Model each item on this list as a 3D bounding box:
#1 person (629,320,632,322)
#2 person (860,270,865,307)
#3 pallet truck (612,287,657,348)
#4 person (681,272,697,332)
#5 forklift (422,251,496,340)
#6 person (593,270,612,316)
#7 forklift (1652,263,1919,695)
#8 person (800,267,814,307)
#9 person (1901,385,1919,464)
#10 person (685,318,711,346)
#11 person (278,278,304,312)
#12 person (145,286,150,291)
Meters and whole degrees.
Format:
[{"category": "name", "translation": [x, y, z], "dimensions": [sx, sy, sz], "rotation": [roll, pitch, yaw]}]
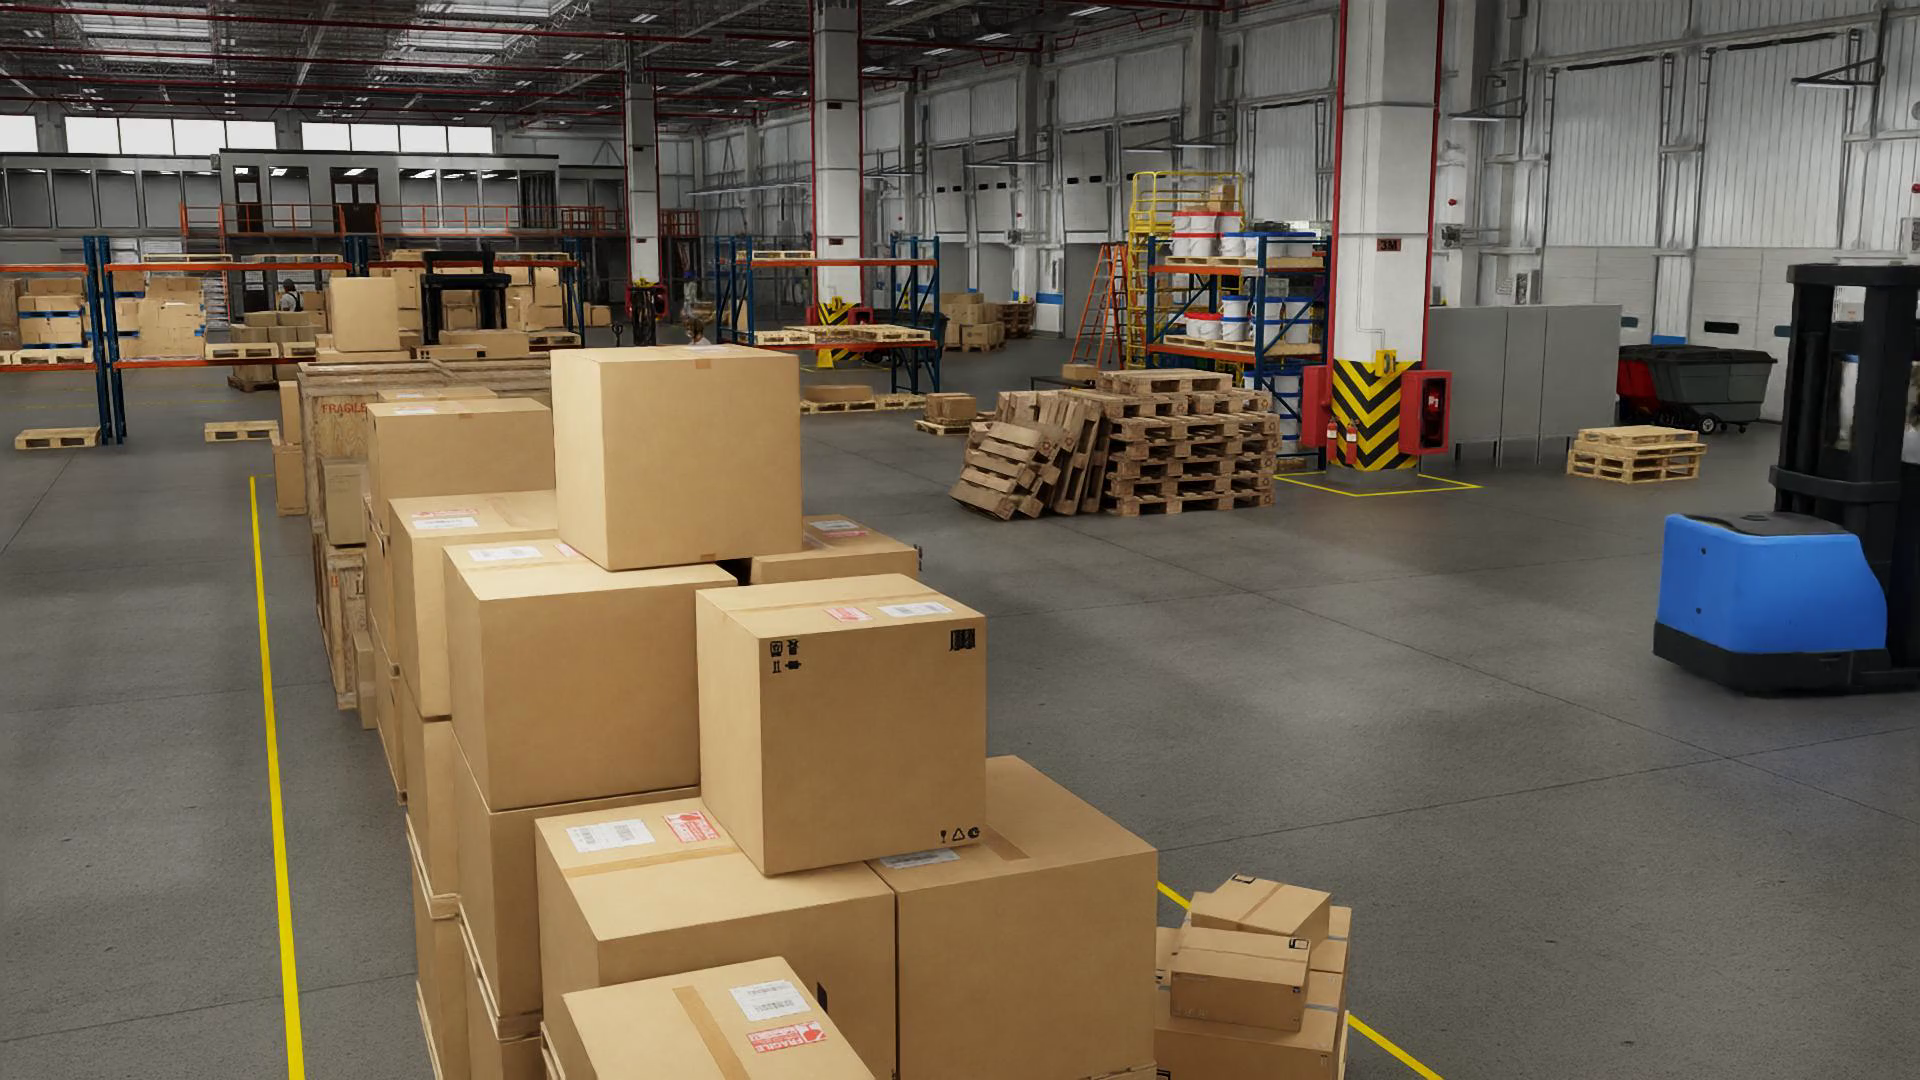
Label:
[{"category": "person", "translation": [-11.650, -8.756, 59.409], "dimensions": [0.467, 1.976, 0.635], "rotation": [-4, 11, -22]}, {"category": "person", "translation": [-3.680, -8.999, 61.096], "dimensions": [0.506, 1.860, 0.538], "rotation": [8, 13, 39]}, {"category": "pallet truck", "translation": [-6.464, -4.406, 35.401], "dimensions": [0.823, 1.965, 1.885], "rotation": [6, 12, 32]}, {"category": "person", "translation": [-8.662, -7.597, 53.172], "dimensions": [0.608, 1.925, 0.451], "rotation": [8, 13, 39]}, {"category": "forklift", "translation": [-6.808, -2.563, 22.810], "dimensions": [1.129, 2.768, 1.873], "rotation": [-4, 11, -23]}, {"category": "person", "translation": [-13.704, -9.414, 63.531], "dimensions": [0.892, 1.808, 0.516], "rotation": [-10, 14, -43]}, {"category": "forklift", "translation": [5.884, -0.458, 11.212], "dimensions": [1.873, 2.768, 1.129], "rotation": [-1, 10, -8]}, {"category": "person", "translation": [-6.222, -10.250, 68.111], "dimensions": [0.633, 1.822, 0.724], "rotation": [-2, 11, -13]}, {"category": "person", "translation": [6.967, -0.192, 12.381], "dimensions": [0.384, 1.930, 0.634], "rotation": [0, 10, 1]}, {"category": "person", "translation": [-3.504, -2.020, 22.421], "dimensions": [0.350, 1.935, 0.635], "rotation": [-6, 12, -32]}, {"category": "person", "translation": [-16.193, -5.295, 40.184], "dimensions": [0.538, 2.000, 0.687], "rotation": [3, 11, 14]}, {"category": "person", "translation": [-24.359, -6.956, 49.683], "dimensions": [0.571, 1.922, 0.544], "rotation": [9, 14, 42]}]
